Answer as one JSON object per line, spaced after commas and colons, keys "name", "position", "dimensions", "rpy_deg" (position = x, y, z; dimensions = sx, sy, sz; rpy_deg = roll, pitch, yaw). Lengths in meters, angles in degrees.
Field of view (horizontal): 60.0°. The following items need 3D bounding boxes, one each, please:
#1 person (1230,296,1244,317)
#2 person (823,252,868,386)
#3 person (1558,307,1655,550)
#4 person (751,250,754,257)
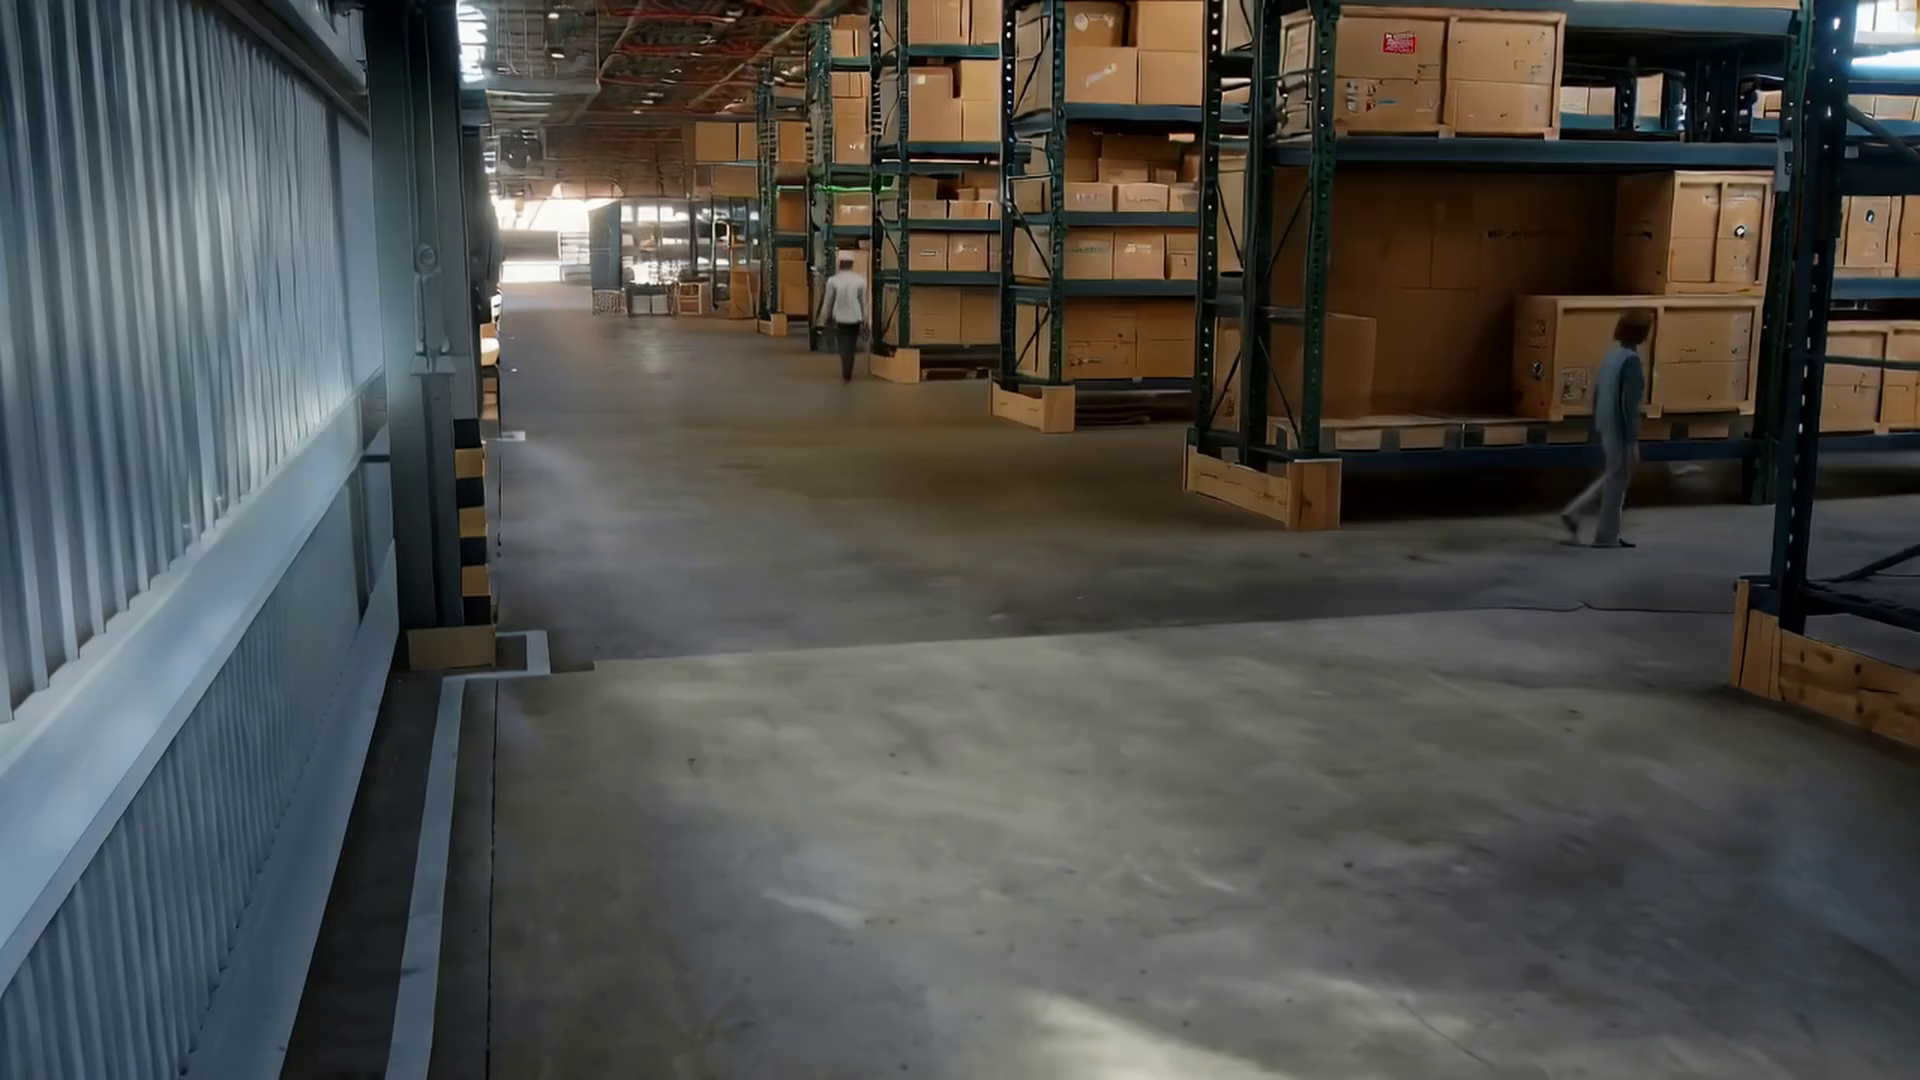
{"name": "person", "position": [2.964, -1.854, 17.135], "dimensions": [0.741, 1.730, 0.570], "rpy_deg": [2, 10, 9]}
{"name": "person", "position": [-1.681, -3.242, 24.402], "dimensions": [0.638, 1.941, 1.019], "rpy_deg": [-3, 10, -15]}
{"name": "person", "position": [4.326, -0.734, 11.066], "dimensions": [0.435, 1.624, 0.538], "rpy_deg": [1, 10, 7]}
{"name": "person", "position": [-9.130, -11.896, 73.672], "dimensions": [0.572, 1.840, 0.373], "rpy_deg": [-2, 10, -14]}
